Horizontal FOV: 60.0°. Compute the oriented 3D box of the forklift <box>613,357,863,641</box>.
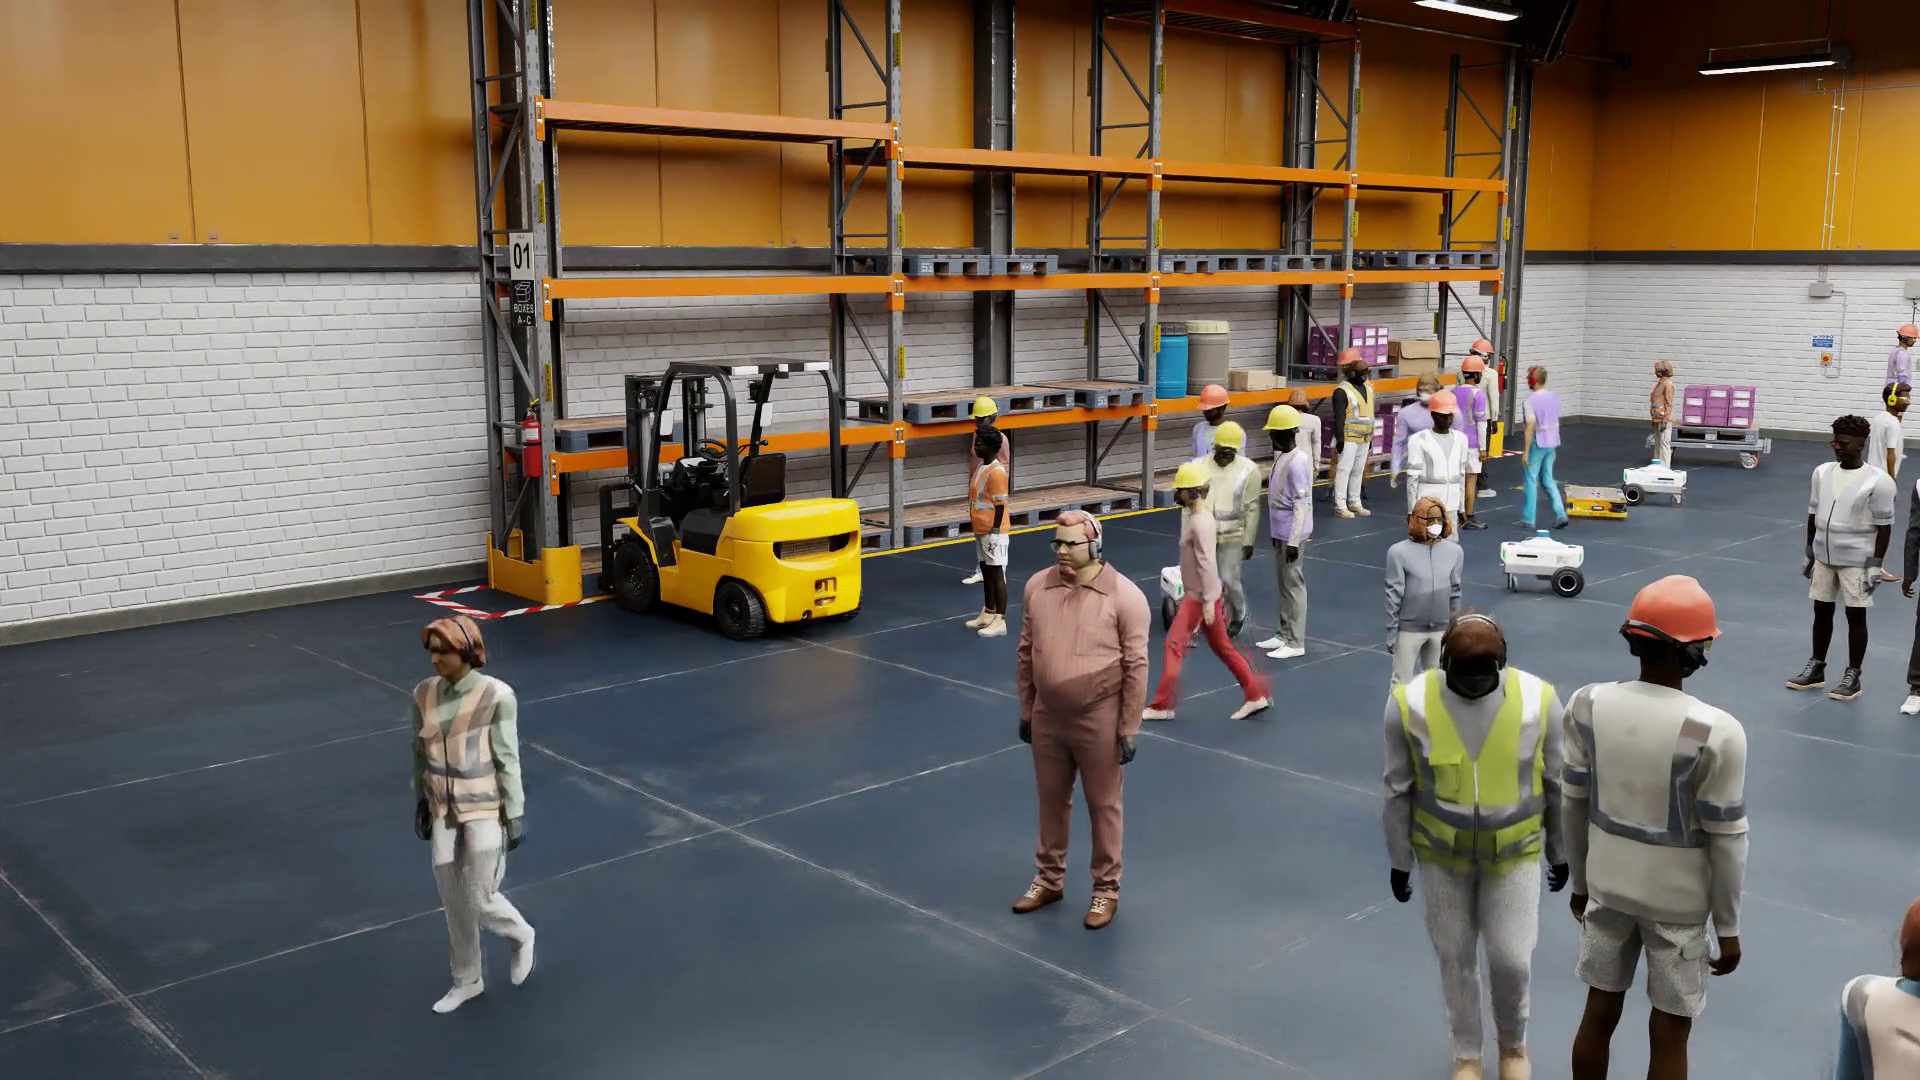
[{"bbox_3d":[-1.847,-0.414,13.852,1.214,2.155,2.313,-9,13,-42],"label":"forklift"}]

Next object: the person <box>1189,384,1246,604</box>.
[{"bbox_3d":[2.210,-0.396,14.527,0.542,1.928,0.374,8,13,41],"label":"person"}]

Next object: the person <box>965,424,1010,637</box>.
[{"bbox_3d":[0.229,-0.079,13.348,0.317,1.696,0.537,-3,10,-16],"label":"person"}]

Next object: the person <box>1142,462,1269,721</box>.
[{"bbox_3d":[1.598,0.347,10.808,0.905,1.716,0.529,2,10,11],"label":"person"}]

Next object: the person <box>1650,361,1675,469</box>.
[{"bbox_3d":[9.446,-1.594,22.389,0.311,1.639,0.514,1,10,8],"label":"person"}]

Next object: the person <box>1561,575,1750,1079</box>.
[{"bbox_3d":[2.210,1.120,5.316,0.370,2.044,0.608,-8,12,-38],"label":"person"}]

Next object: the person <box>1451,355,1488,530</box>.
[{"bbox_3d":[5.664,-1.081,18.513,0.360,1.938,0.545,-5,11,-26],"label":"person"}]

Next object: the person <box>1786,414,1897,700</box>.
[{"bbox_3d":[6.077,0.112,11.440,0.372,1.966,0.608,-5,11,-25],"label":"person"}]

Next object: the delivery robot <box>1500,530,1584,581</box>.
[{"bbox_3d":[5.262,0.153,15.053,0.707,0.478,0.477,3,10,19],"label":"delivery robot"}]

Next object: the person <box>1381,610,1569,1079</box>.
[{"bbox_3d":[1.833,1.127,5.952,0.661,1.812,0.456,3,10,18],"label":"person"}]

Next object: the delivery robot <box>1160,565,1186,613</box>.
[{"bbox_3d":[1.880,0.382,13.712,0.477,0.478,0.707,-1,10,-5],"label":"delivery robot"}]

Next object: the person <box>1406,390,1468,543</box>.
[{"bbox_3d":[3.985,-0.285,13.847,0.553,1.935,0.361,-3,10,-16],"label":"person"}]

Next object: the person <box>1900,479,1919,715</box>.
[{"bbox_3d":[6.543,0.222,10.941,0.600,1.915,0.376,6,11,30],"label":"person"}]

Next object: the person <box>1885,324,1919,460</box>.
[{"bbox_3d":[14.051,-2.207,24.847,0.405,2.030,0.611,3,10,17],"label":"person"}]

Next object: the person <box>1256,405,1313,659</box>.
[{"bbox_3d":[2.467,-0.062,12.585,0.383,1.923,0.589,0,10,0],"label":"person"}]

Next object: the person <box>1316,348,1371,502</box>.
[{"bbox_3d":[4.740,-1.393,20.425,0.880,1.896,0.565,-8,13,-40],"label":"person"}]

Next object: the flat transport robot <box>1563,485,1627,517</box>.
[{"bbox_3d":[7.553,-0.470,19.802,0.652,0.197,1.431,3,10,18],"label":"flat transport robot"}]

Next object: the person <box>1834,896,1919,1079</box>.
[{"bbox_3d":[2.205,1.579,3.836,0.613,1.619,0.526,-4,11,-23],"label":"person"}]

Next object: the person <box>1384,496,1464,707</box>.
[{"bbox_3d":[2.744,0.549,9.857,0.500,1.633,0.285,-3,10,-15],"label":"person"}]

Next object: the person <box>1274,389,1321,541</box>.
[{"bbox_3d":[3.592,-0.795,17.728,0.497,1.633,0.289,1,10,8],"label":"person"}]

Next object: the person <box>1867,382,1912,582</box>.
[{"bbox_3d":[8.682,-0.549,15.611,0.329,1.865,0.513,2,10,11],"label":"person"}]

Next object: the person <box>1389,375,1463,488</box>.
[{"bbox_3d":[4.533,-0.670,16.259,0.656,1.879,1.032,6,11,30],"label":"person"}]

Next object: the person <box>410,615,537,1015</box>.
[{"bbox_3d":[-1.971,1.094,6.680,0.532,1.623,0.401,5,11,25],"label":"person"}]

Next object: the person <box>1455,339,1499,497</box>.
[{"bbox_3d":[6.541,-1.536,21.027,0.392,1.988,0.609,-8,12,-39],"label":"person"}]

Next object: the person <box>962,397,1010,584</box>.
[{"bbox_3d":[0.242,-0.432,15.238,0.325,1.760,0.523,-7,12,-36],"label":"person"}]

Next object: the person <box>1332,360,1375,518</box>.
[{"bbox_3d":[4.598,-1.178,19.364,0.637,1.840,0.429,-8,13,-40],"label":"person"}]

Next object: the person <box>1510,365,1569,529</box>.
[{"bbox_3d":[6.459,-1.013,18.494,0.585,1.862,0.463,-7,12,-36],"label":"person"}]

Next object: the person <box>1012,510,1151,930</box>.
[{"bbox_3d":[0.527,0.806,7.555,0.642,1.909,0.399,6,12,33],"label":"person"}]

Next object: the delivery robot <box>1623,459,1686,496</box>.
[{"bbox_3d":[8.473,-0.739,20.278,0.707,0.478,0.477,4,10,22],"label":"delivery robot"}]

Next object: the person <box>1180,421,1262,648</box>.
[{"bbox_3d":[2.053,-0.060,13.007,0.631,1.789,0.707,5,11,26],"label":"person"}]
